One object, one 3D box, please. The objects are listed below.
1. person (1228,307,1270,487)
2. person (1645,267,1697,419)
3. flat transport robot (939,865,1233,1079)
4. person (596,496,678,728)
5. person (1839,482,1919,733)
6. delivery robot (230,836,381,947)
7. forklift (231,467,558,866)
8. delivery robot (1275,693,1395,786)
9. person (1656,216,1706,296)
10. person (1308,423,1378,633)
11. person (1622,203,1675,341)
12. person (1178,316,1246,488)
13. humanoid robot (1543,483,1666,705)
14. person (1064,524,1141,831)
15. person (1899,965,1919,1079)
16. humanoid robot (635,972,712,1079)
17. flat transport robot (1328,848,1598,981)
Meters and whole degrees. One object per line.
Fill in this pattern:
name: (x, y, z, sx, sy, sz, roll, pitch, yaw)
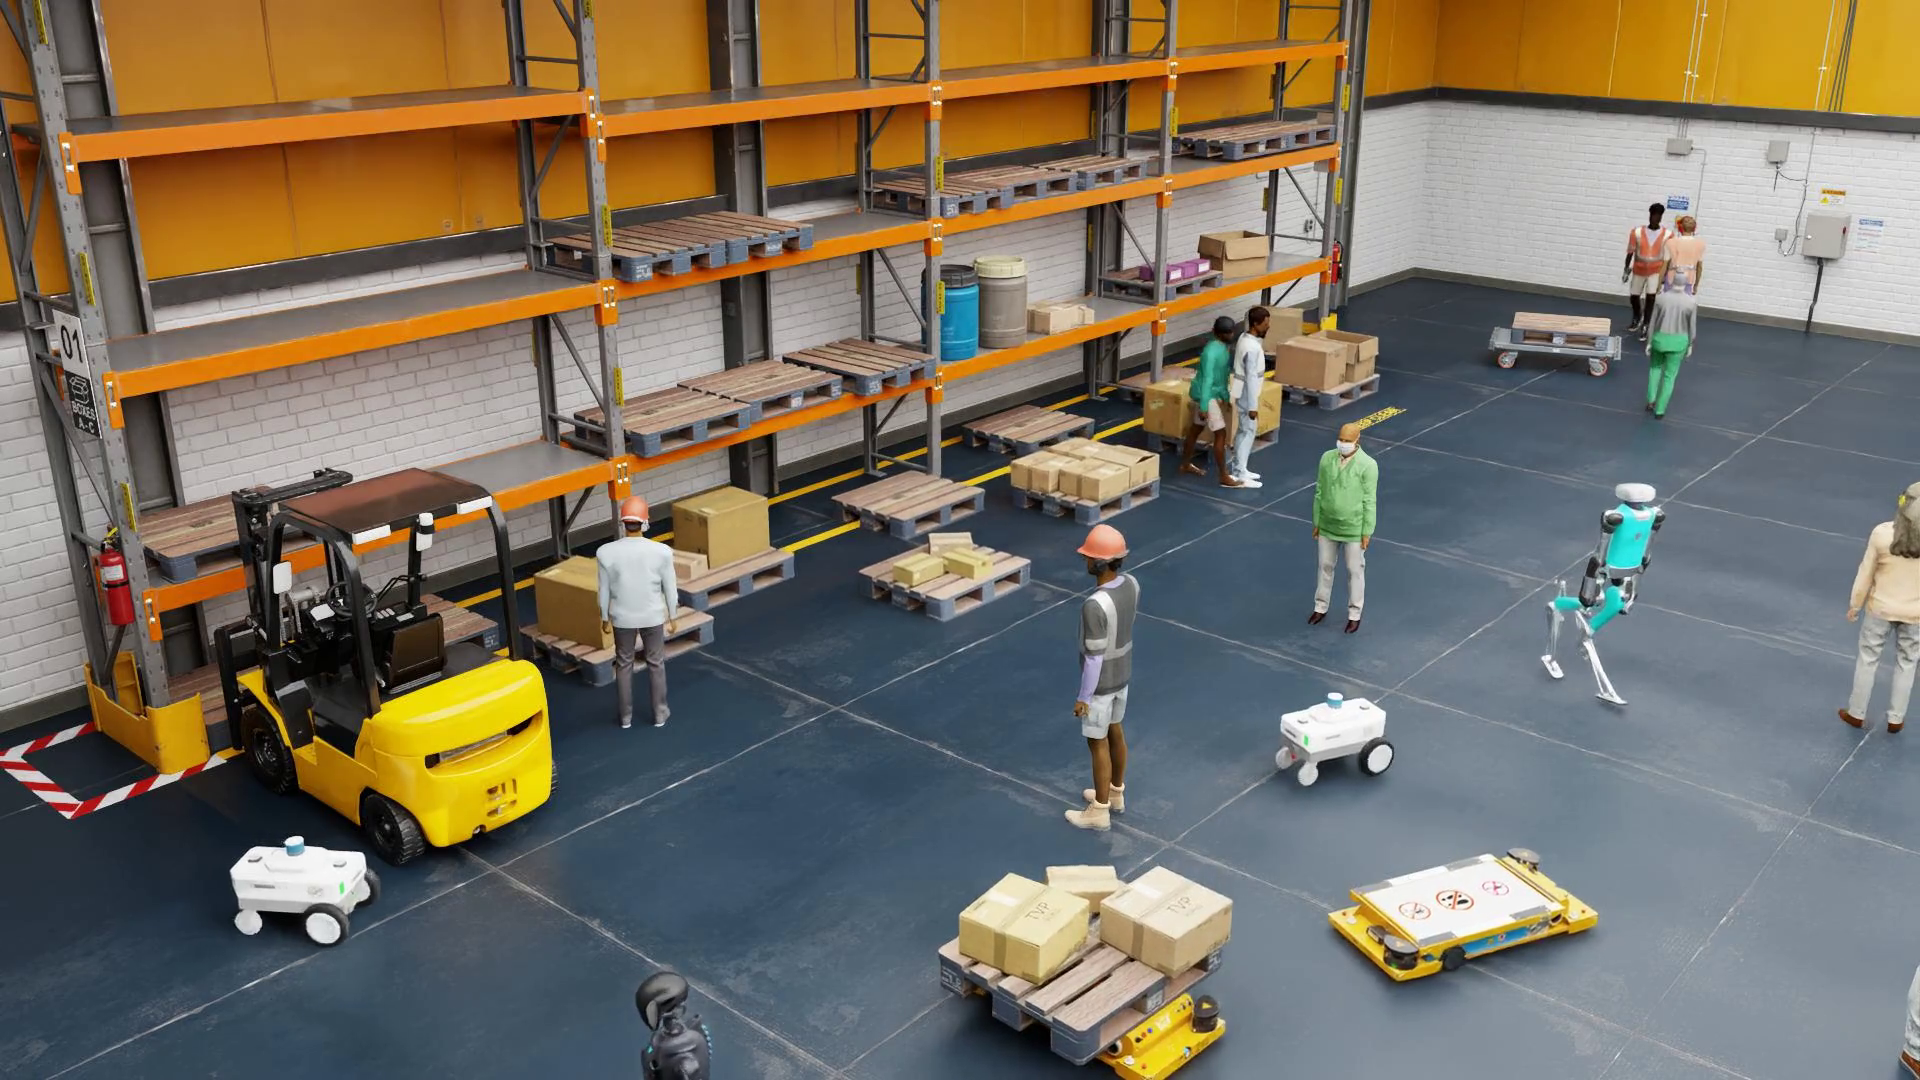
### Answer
person: (2.979, -1.479, 17.202, 0.407, 1.906, 0.596, 1, 20, 2)
person: (8.397, -2.340, 19.639, 0.527, 1.823, 0.505, 12, 23, 29)
flat transport robot: (0.652, 2.432, 8.962, 1.431, 0.231, 0.659, 19, 27, 41)
person: (-2.317, 0.523, 12.009, 0.571, 1.739, 0.347, -3, 20, -8)
person: (6.714, 0.492, 11.917, 0.585, 1.864, 0.388, 8, 22, 20)
delivery robot: (-3.824, 2.015, 9.686, 0.802, 0.600, 0.499, 2, 20, 6)
forklift: (-3.730, 0.710, 10.856, 2.313, 2.155, 1.214, 17, 26, 38)
delivery robot: (2.585, 1.349, 11.496, 0.808, 0.604, 0.499, -9, 22, -23)
person: (9.863, -3.506, 22.793, 0.562, 1.840, 0.388, 1, 20, 3)
person: (3.155, -0.113, 13.691, 0.539, 1.776, 0.388, 14, 24, 33)
person: (9.731, -3.831, 23.527, 0.615, 1.929, 0.816, 10, 23, 26)
person: (2.650, -1.447, 17.286, 0.848, 1.789, 0.521, 8, 22, 21)
humanoid robot: (4.777, 0.335, 12.567, 0.583, 1.742, 1.025, -8, 22, -21)
person: (0.899, 0.876, 10.621, 0.373, 2.043, 0.608, 11, 23, 27)
person: (5.063, 1.814, 8.238, 0.627, 1.933, 0.379, -9, 22, -23)
humanoid robot: (-1.069, 2.474, 6.816, 0.391, 1.641, 0.598, -11, 23, -28)
flat transport robot: (2.930, 2.167, 9.679, 1.431, 0.231, 0.659, -9, 22, -22)
